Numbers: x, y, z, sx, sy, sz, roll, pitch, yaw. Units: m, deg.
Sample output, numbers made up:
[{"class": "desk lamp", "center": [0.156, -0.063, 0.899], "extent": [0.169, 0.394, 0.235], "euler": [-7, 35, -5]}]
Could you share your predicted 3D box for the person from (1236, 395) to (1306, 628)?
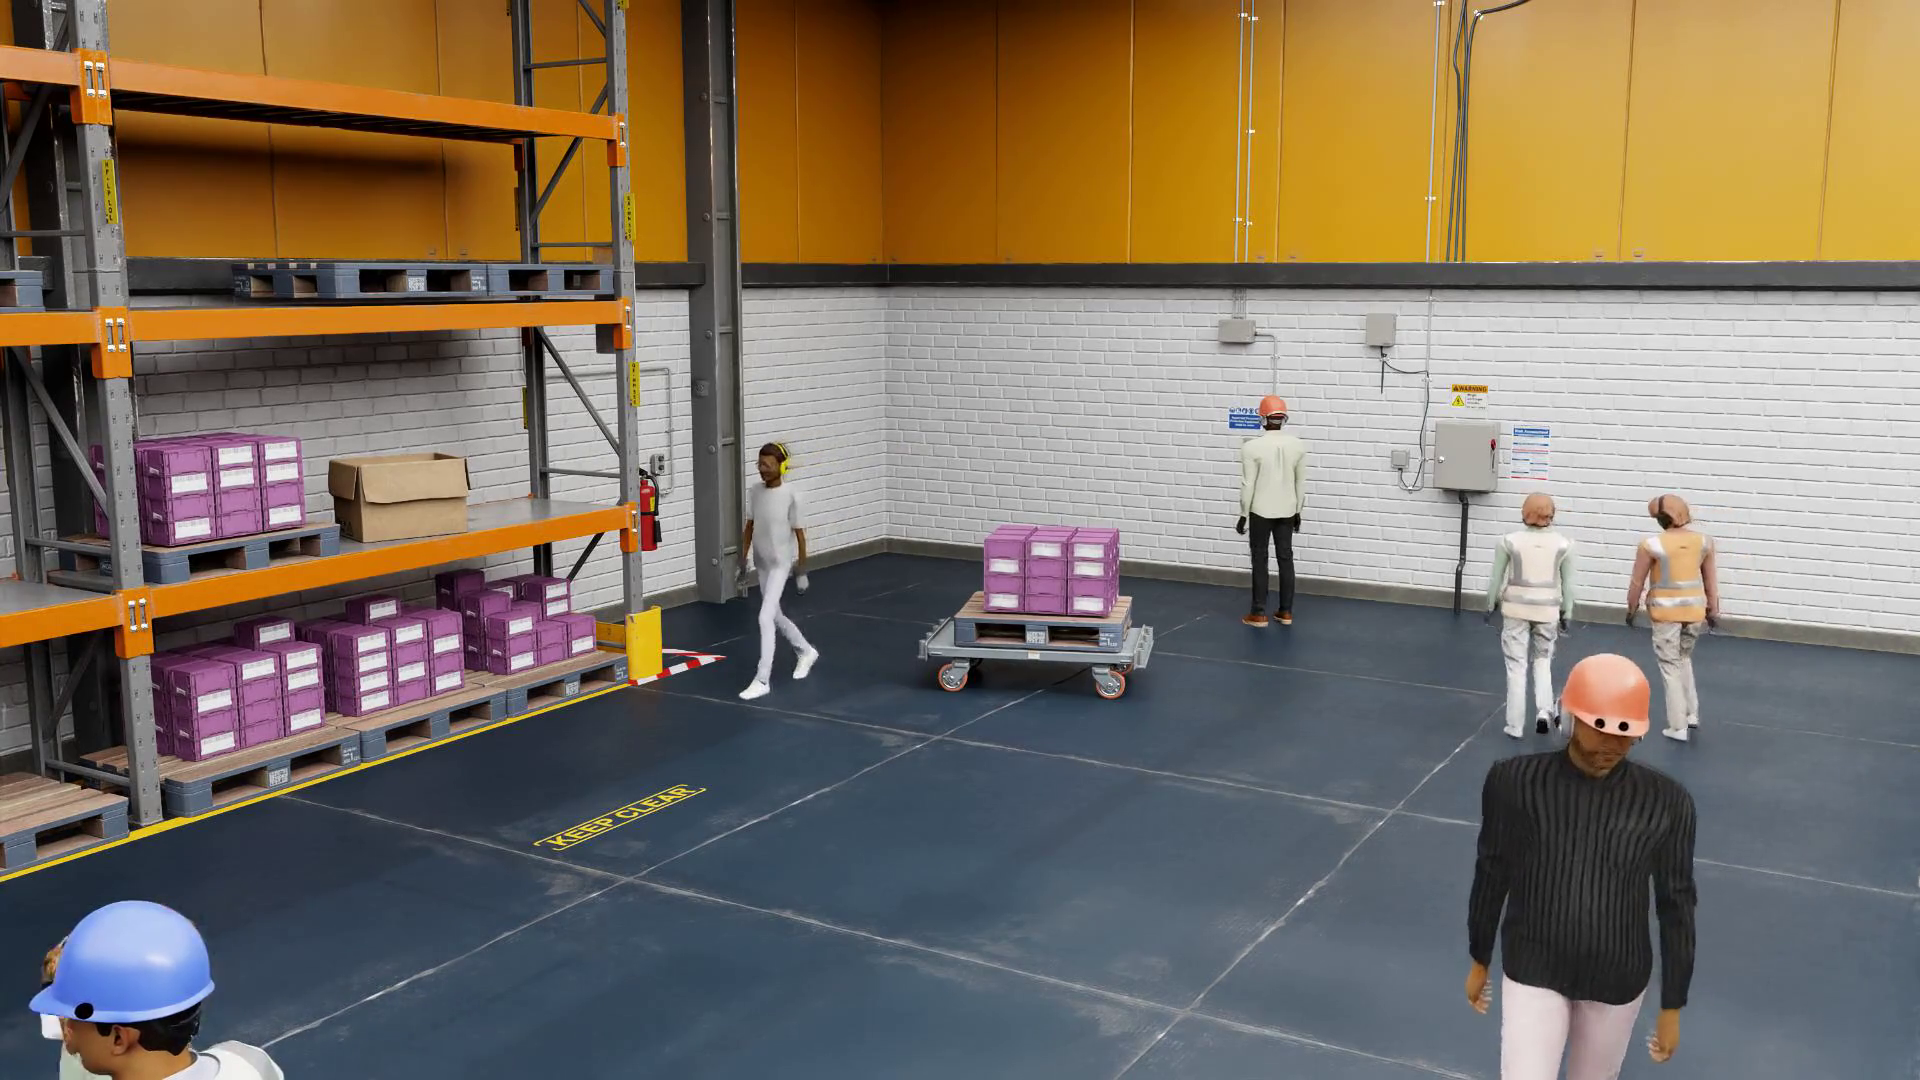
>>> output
[{"class": "person", "center": [2.682, -0.242, 14.312], "extent": [0.635, 1.996, 0.442], "euler": [-3, 10, -19]}]

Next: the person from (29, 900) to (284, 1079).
[{"class": "person", "center": [-1.404, 1.586, 3.007], "extent": [0.388, 1.949, 0.604], "euler": [-1, 9, -3]}]

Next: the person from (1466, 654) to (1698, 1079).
[{"class": "person", "center": [1.788, 1.298, 4.803], "extent": [0.623, 1.943, 0.993], "euler": [3, 9, 16]}]

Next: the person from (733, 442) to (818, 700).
[{"class": "person", "center": [-1.332, 0.185, 12.131], "extent": [0.514, 1.836, 0.895], "euler": [7, 12, 38]}]

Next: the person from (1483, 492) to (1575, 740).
[{"class": "person", "center": [3.702, 0.496, 10.833], "extent": [0.531, 1.627, 0.368], "euler": [1, 9, 6]}]

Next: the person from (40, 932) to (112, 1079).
[{"class": "person", "center": [-1.938, 1.646, 3.720], "extent": [0.517, 1.588, 0.840], "euler": [9, 13, 44]}]

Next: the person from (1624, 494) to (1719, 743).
[{"class": "person", "center": [4.625, 0.498, 10.843], "extent": [0.530, 1.615, 0.521], "euler": [-1, 9, -8]}]
